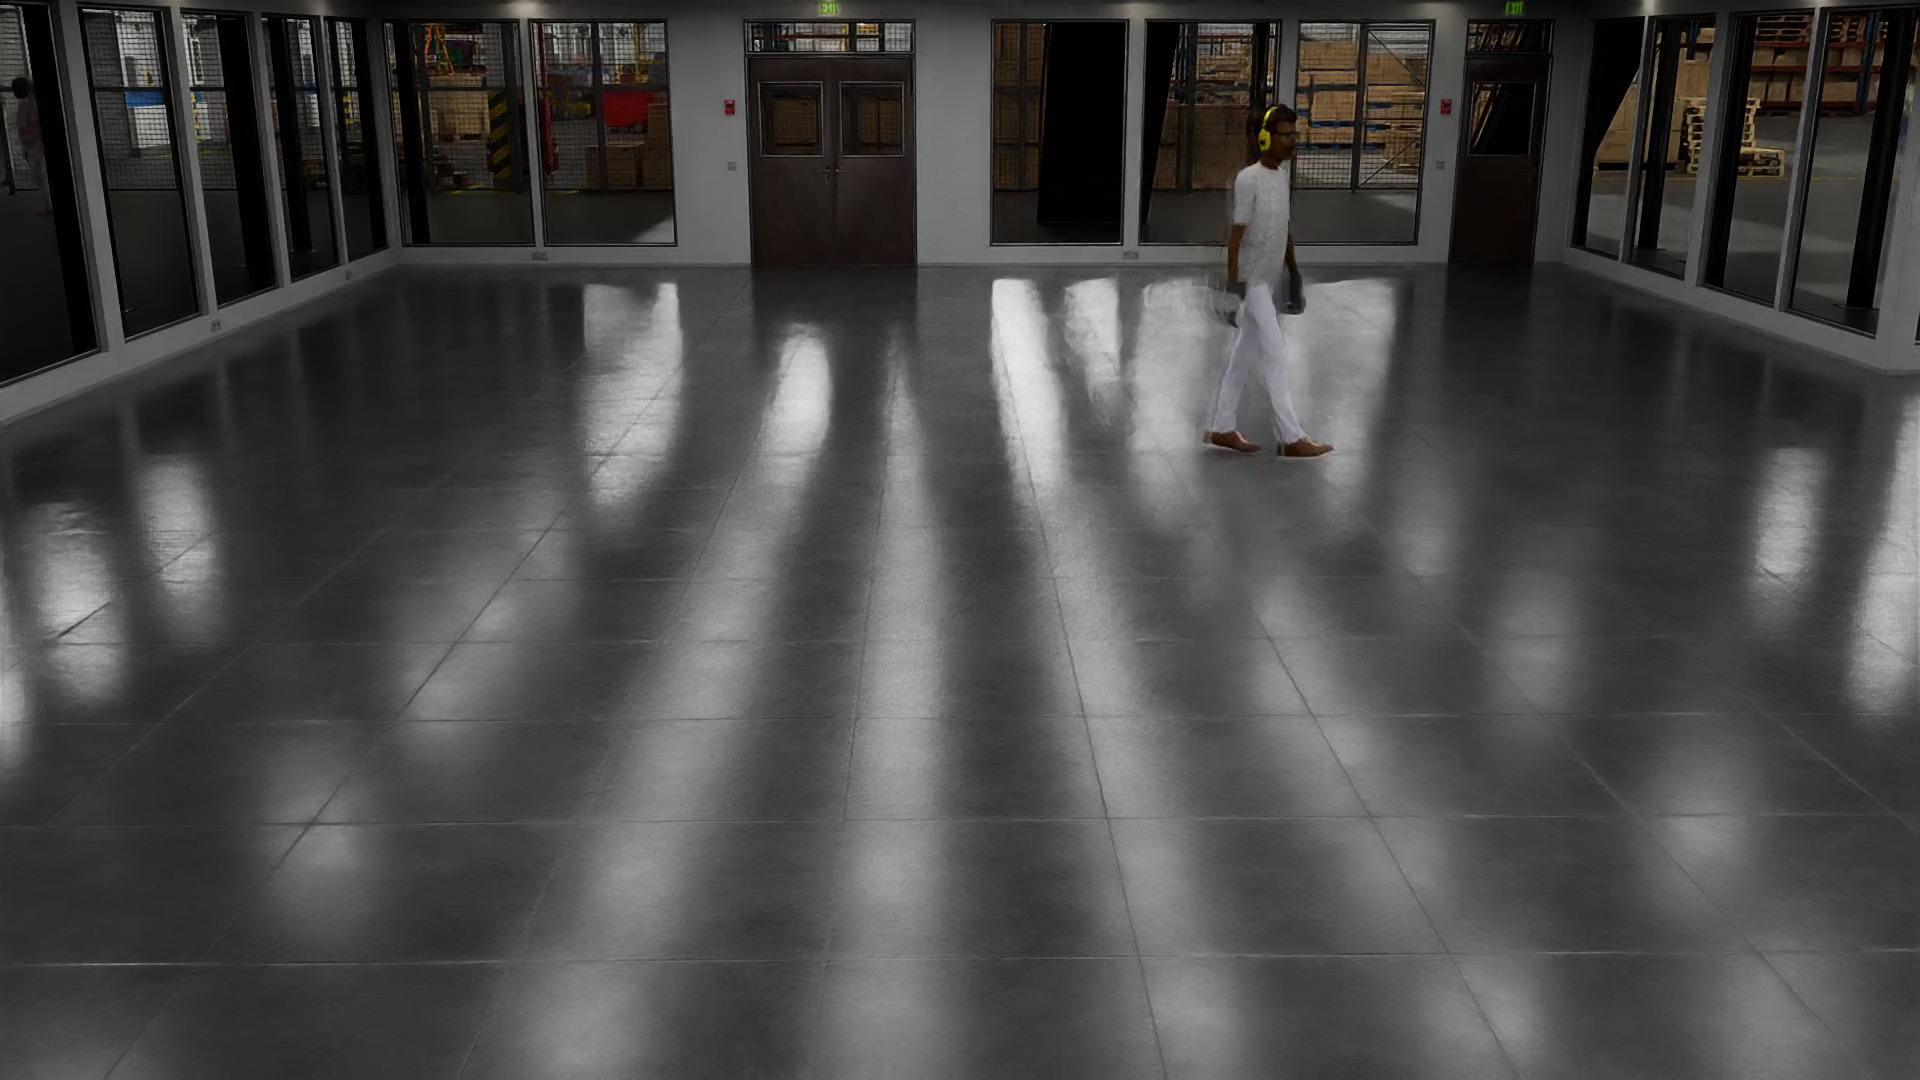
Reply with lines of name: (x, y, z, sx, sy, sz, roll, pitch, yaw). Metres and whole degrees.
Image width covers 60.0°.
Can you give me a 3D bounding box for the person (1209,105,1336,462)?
person: (1.702, -1.322, 8.719, 0.859, 1.838, 0.554, 10, 19, 31)
